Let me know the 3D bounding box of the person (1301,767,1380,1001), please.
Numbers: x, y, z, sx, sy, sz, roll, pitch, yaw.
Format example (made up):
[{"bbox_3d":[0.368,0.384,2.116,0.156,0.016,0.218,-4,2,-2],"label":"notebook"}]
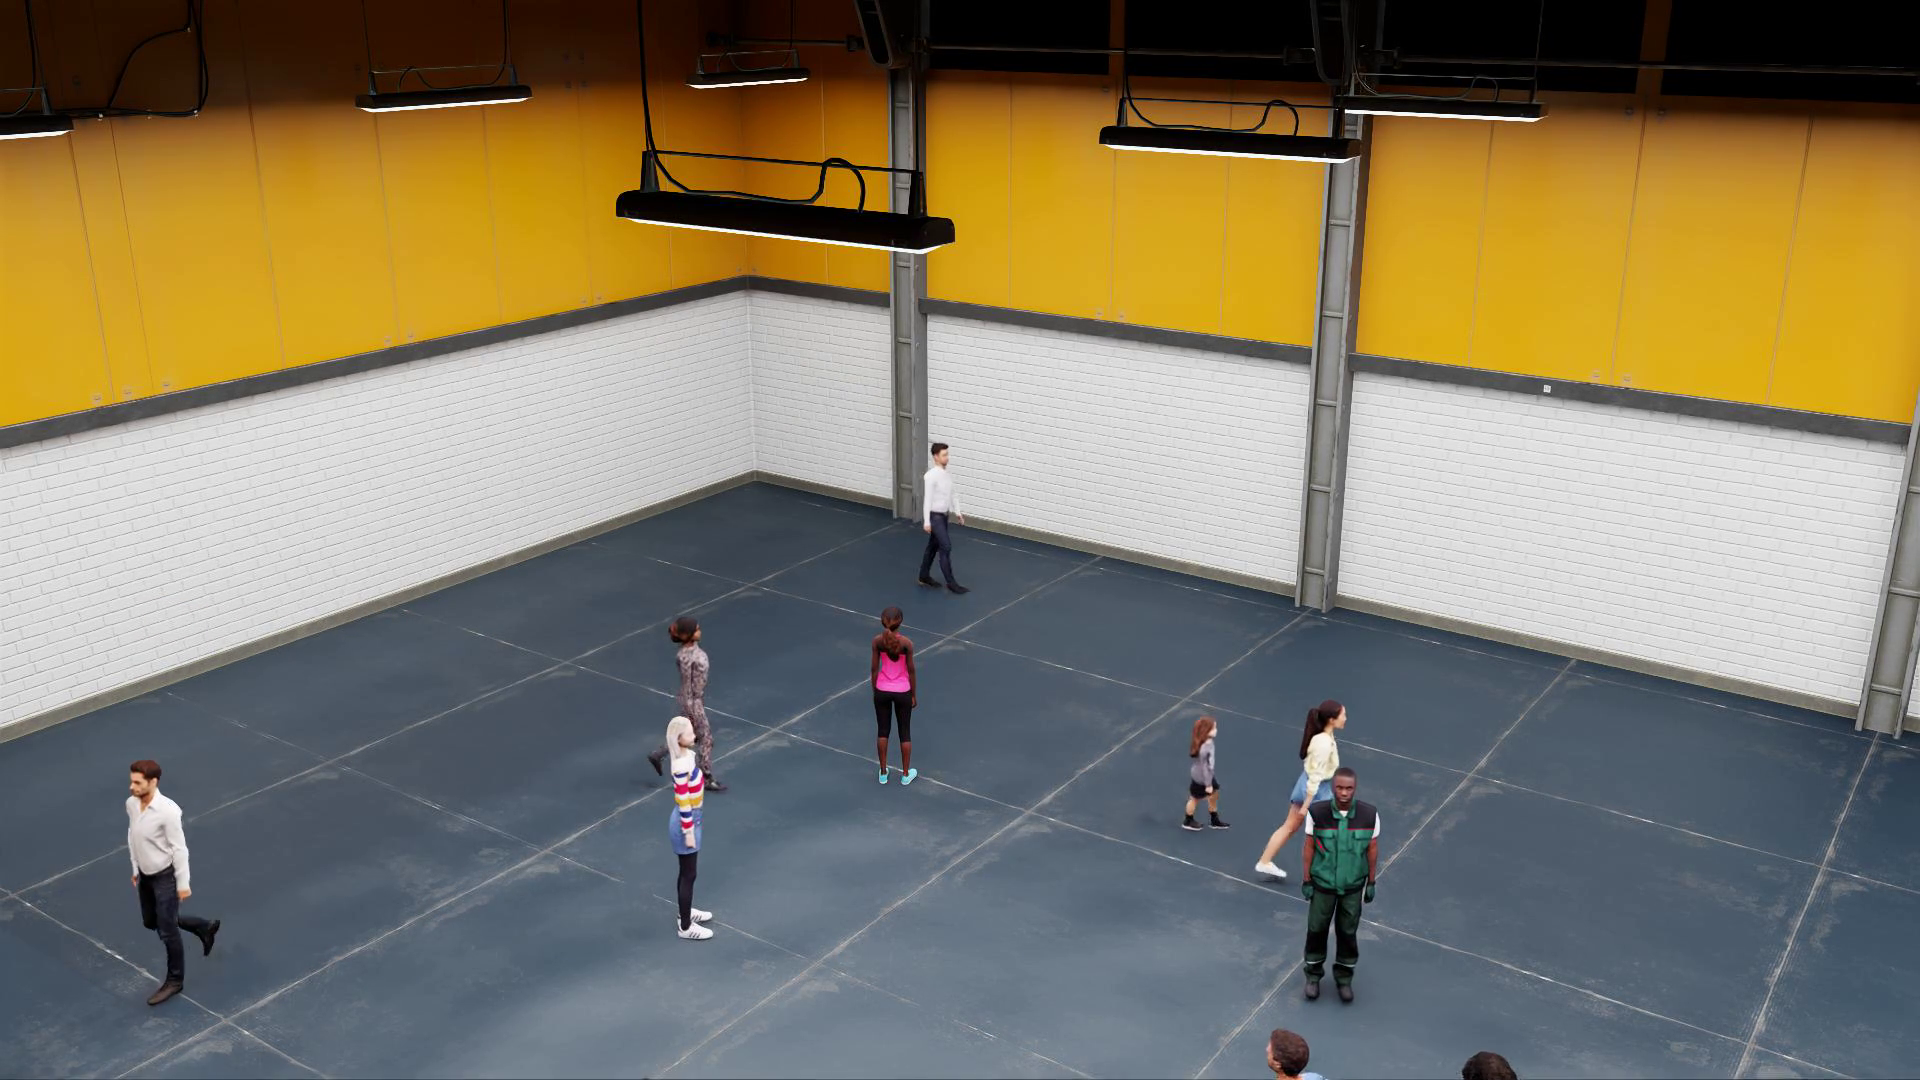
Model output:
[{"bbox_3d":[2.713,2.453,11.958,0.721,1.836,0.835,1,19,4],"label":"person"}]

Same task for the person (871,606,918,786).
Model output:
[{"bbox_3d":[-0.614,1.412,15.226,0.612,1.723,0.714,3,19,9],"label":"person"}]

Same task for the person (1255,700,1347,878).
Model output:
[{"bbox_3d":[2.781,2.077,13.494,1.286,1.567,1.106,1,19,2],"label":"person"}]

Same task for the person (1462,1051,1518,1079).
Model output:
[{"bbox_3d":[2.910,3.567,9.029,0.778,1.593,0.787,-7,20,-20],"label":"person"}]

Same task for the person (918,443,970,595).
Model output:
[{"bbox_3d":[-0.344,-0.294,20.106,1.031,1.841,0.682,10,21,27],"label":"person"}]

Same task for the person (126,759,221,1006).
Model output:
[{"bbox_3d":[-5.731,2.406,12.064,0.911,1.858,0.797,9,21,26],"label":"person"}]

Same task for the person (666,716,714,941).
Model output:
[{"bbox_3d":[-2.111,2.188,12.788,0.756,1.808,0.716,-2,19,-6],"label":"person"}]

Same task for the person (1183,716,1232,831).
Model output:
[{"bbox_3d":[2.051,2.020,14.411,0.693,1.091,0.575,7,20,19],"label":"person"}]

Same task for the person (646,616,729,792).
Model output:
[{"bbox_3d":[-2.492,1.493,15.028,1.063,1.696,0.892,1,19,4],"label":"person"}]
